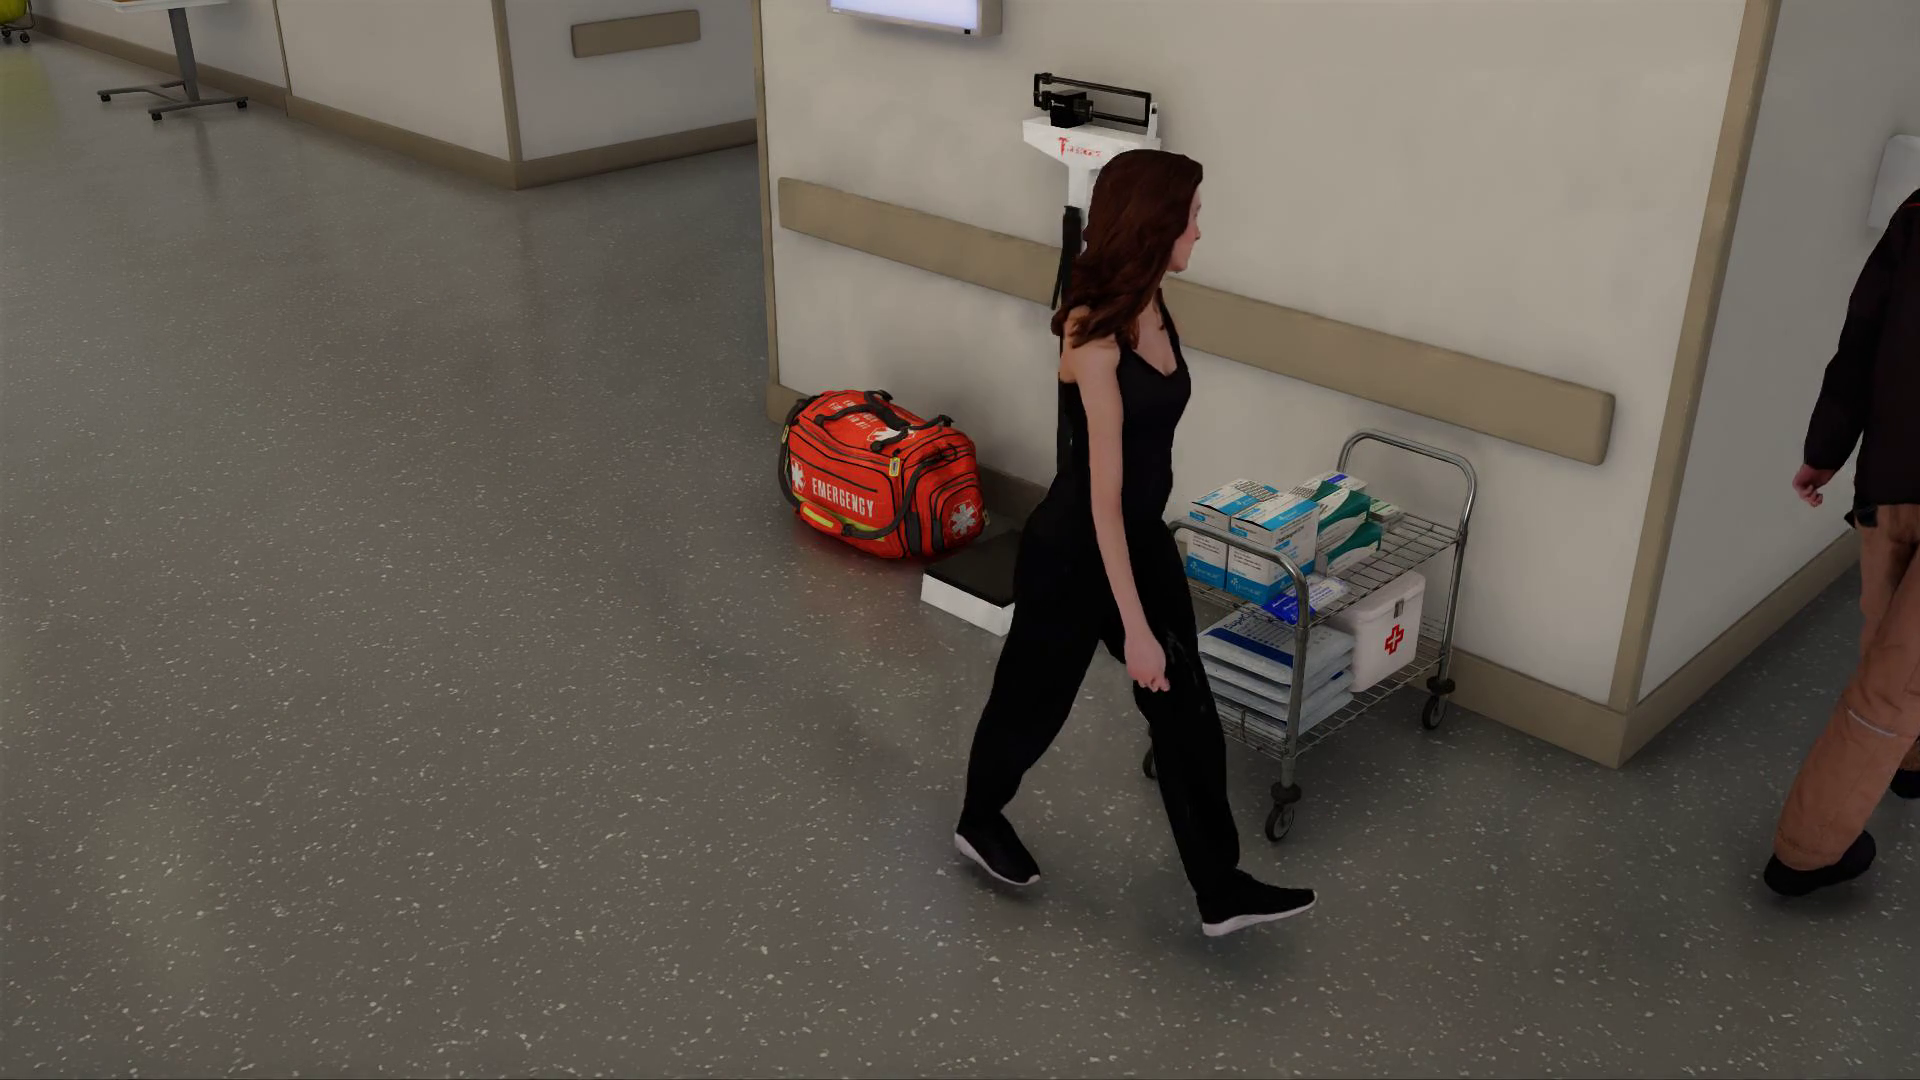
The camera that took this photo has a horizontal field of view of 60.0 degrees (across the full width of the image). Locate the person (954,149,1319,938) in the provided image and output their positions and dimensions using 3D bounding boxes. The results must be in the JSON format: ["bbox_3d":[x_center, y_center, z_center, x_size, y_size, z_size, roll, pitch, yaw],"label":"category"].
[{"bbox_3d":[0.212,0.051,3.573,1.129,1.683,0.722,20,32,35],"label":"person"}]

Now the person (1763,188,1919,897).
[{"bbox_3d":[2.048,-0.058,3.561,0.962,1.890,1.128,-15,30,-28],"label":"person"}]
